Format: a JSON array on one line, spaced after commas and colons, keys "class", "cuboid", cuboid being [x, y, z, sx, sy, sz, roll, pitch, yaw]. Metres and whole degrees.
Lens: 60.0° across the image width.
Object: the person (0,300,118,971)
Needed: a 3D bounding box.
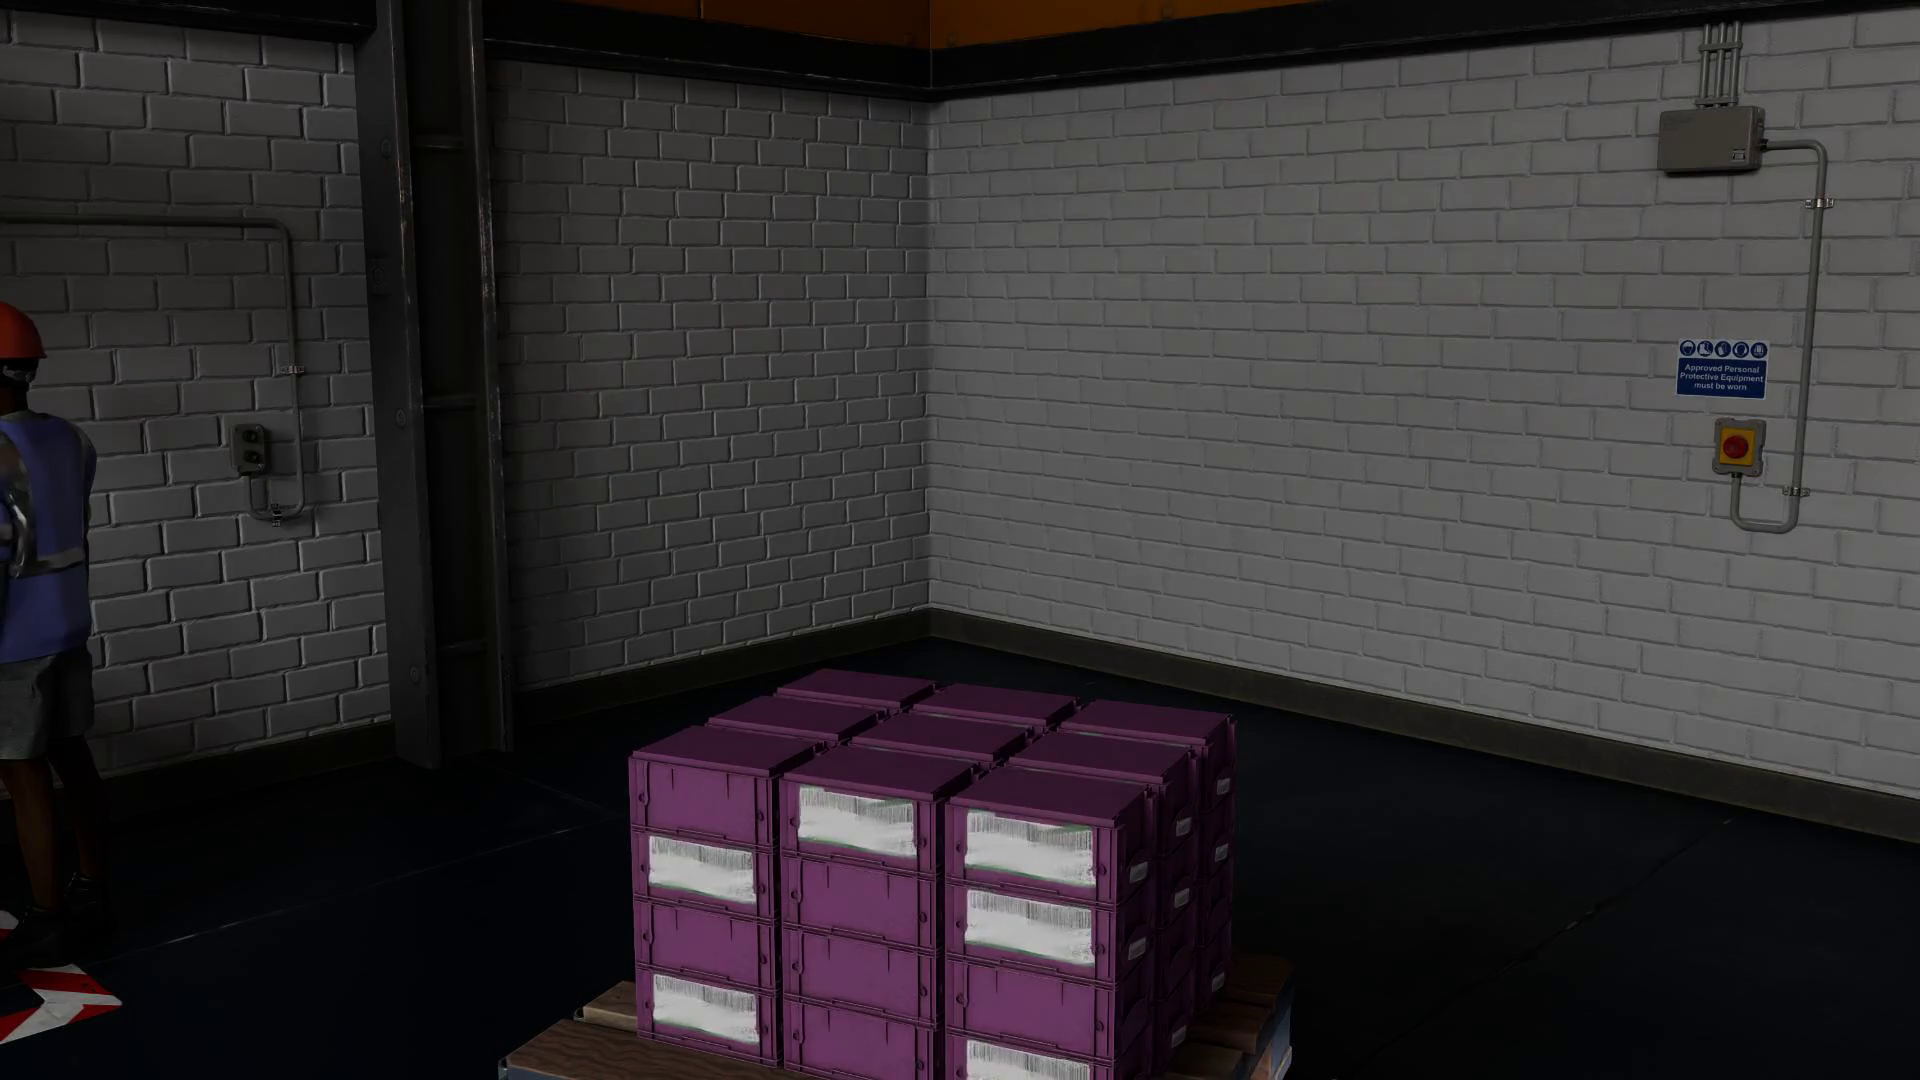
[{"class": "person", "cuboid": [-2.726, 0.277, 4.828, 0.354, 1.939, 0.545, 0, 9, 3]}]
